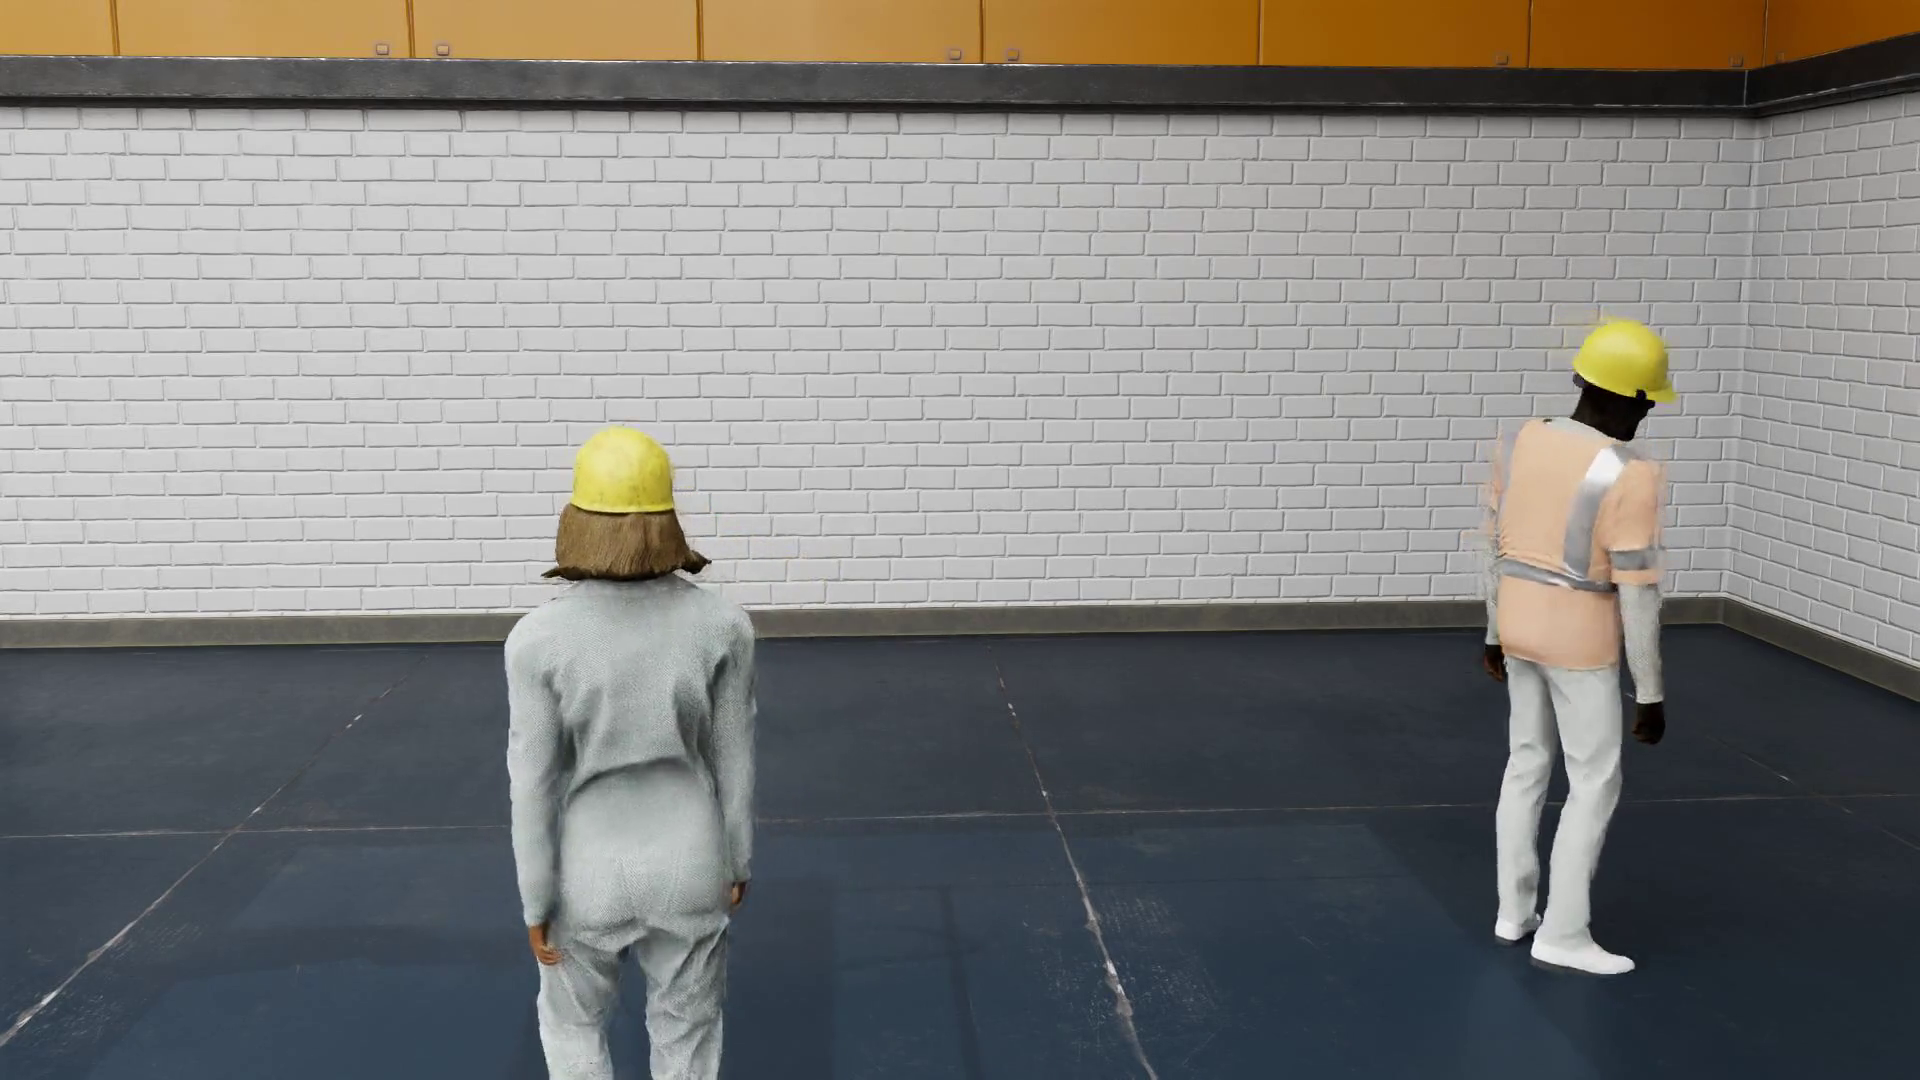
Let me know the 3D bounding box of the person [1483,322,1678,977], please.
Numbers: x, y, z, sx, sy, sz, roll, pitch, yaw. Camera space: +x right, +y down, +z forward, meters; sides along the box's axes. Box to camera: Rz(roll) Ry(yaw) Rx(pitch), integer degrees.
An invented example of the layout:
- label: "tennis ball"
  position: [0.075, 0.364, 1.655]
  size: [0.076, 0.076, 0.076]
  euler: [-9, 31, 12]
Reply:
- label: "person"
  position: [1.756, 0.323, 4.873]
  size: [0.386, 1.887, 0.636]
  euler: [-5, 10, -27]

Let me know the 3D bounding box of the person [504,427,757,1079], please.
- label: "person"
  position: [-0.626, 0.647, 3.249]
  size: [0.482, 1.733, 0.381]
  euler: [-3, 10, -18]
